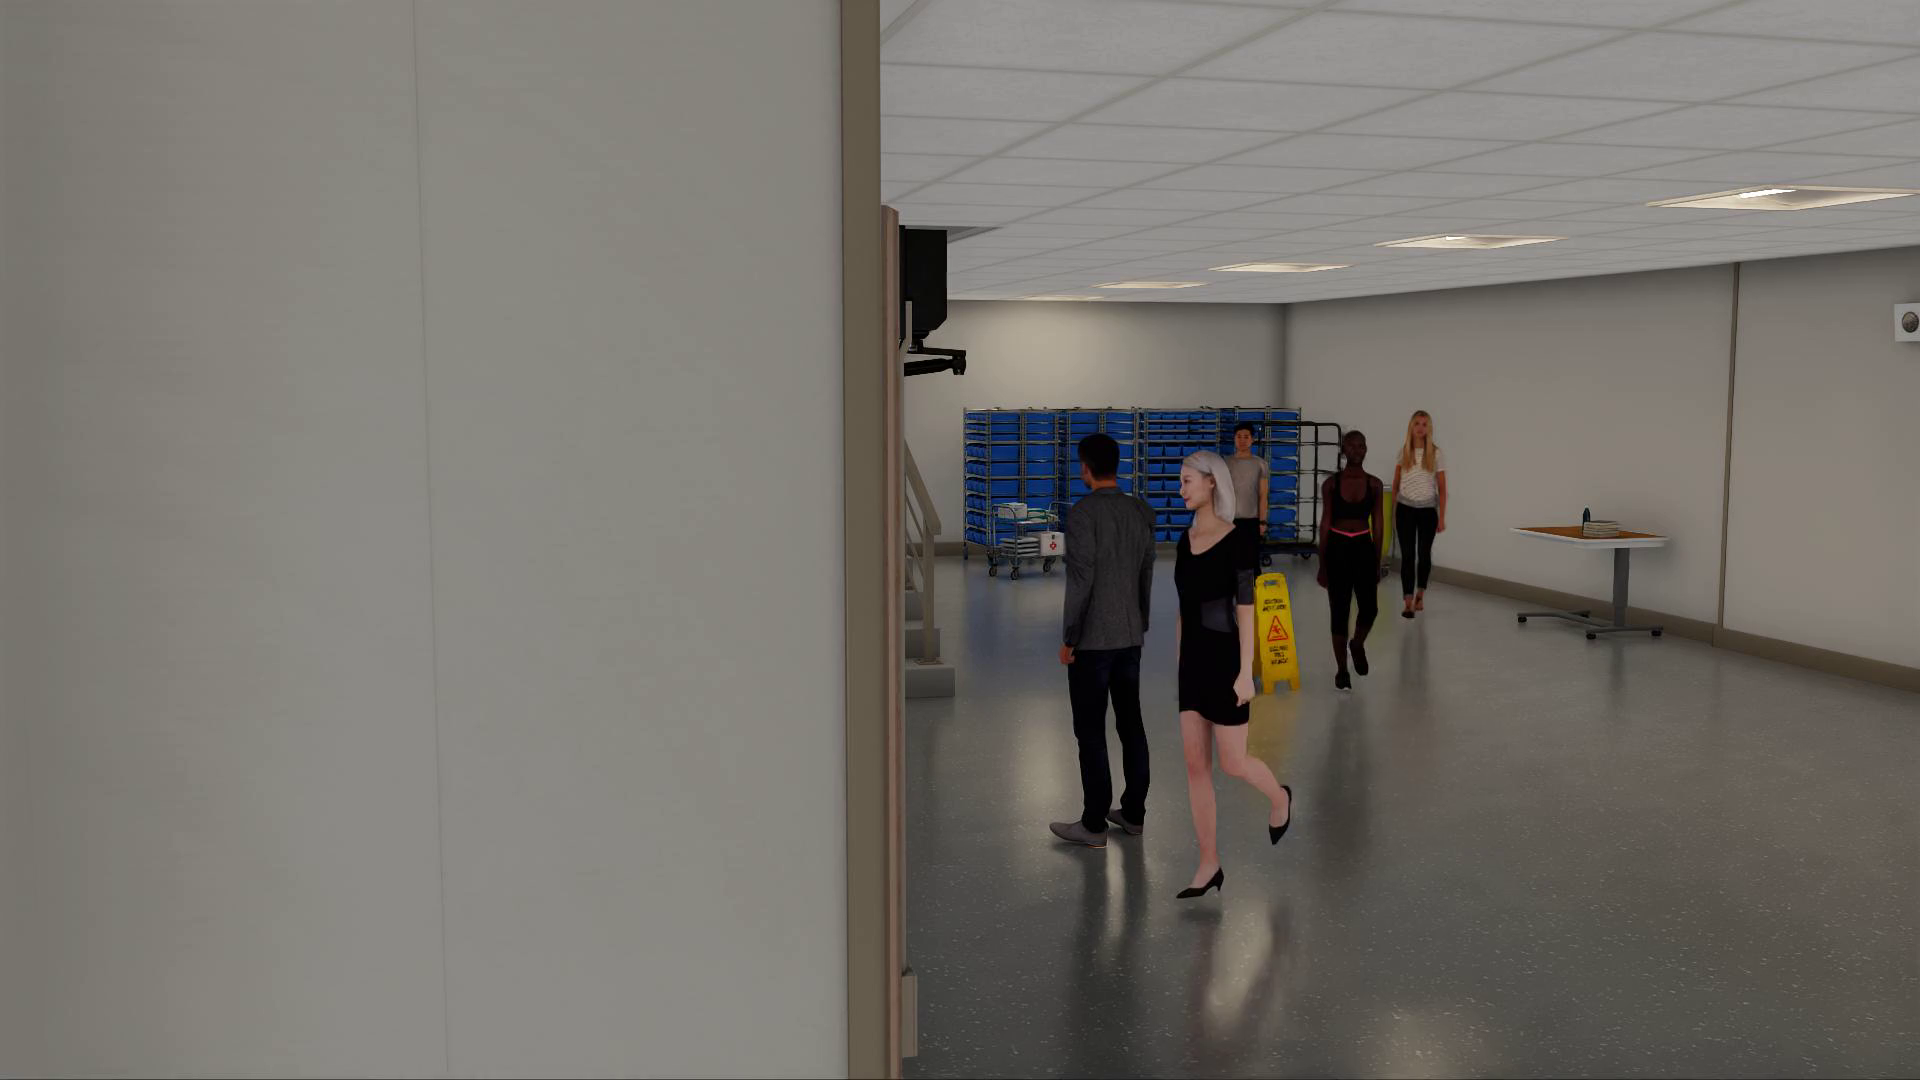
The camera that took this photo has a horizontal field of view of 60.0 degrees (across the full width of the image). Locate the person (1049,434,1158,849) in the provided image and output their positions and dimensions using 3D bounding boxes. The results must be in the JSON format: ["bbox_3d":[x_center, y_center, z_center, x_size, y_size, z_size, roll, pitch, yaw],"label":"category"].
[{"bbox_3d":[0.668,0.443,7.608,0.777,1.872,0.762,-5,8,-40],"label":"person"}]

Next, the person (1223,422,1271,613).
[{"bbox_3d":[2.500,-0.196,14.737,0.674,1.717,0.714,3,6,24],"label":"person"}]

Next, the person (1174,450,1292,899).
[{"bbox_3d":[1.119,0.553,6.855,0.916,1.805,0.989,-5,8,-40],"label":"person"}]

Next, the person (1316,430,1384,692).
[{"bbox_3d":[2.641,0.131,11.328,0.749,1.748,0.850,1,6,7],"label":"person"}]

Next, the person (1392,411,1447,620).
[{"bbox_3d":[3.979,-0.185,14.426,1.087,1.758,1.304,2,6,19],"label":"person"}]
